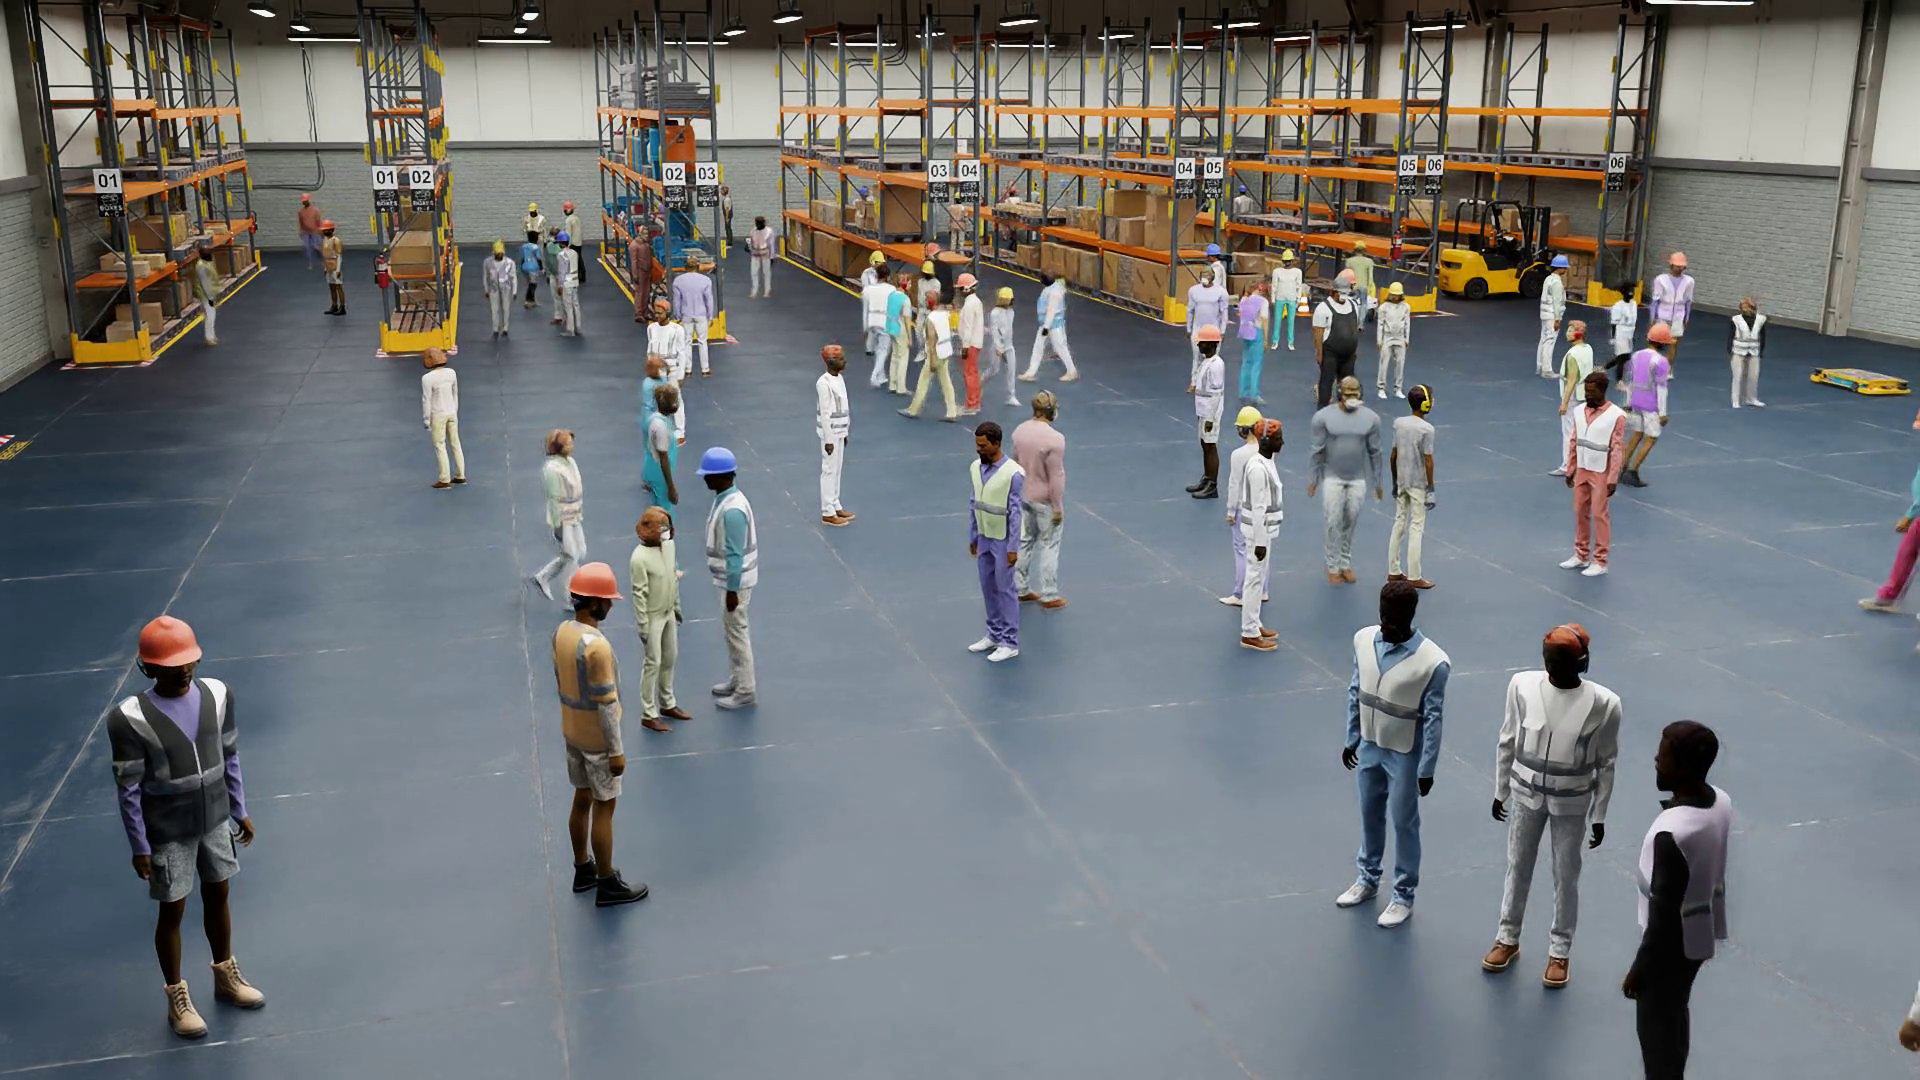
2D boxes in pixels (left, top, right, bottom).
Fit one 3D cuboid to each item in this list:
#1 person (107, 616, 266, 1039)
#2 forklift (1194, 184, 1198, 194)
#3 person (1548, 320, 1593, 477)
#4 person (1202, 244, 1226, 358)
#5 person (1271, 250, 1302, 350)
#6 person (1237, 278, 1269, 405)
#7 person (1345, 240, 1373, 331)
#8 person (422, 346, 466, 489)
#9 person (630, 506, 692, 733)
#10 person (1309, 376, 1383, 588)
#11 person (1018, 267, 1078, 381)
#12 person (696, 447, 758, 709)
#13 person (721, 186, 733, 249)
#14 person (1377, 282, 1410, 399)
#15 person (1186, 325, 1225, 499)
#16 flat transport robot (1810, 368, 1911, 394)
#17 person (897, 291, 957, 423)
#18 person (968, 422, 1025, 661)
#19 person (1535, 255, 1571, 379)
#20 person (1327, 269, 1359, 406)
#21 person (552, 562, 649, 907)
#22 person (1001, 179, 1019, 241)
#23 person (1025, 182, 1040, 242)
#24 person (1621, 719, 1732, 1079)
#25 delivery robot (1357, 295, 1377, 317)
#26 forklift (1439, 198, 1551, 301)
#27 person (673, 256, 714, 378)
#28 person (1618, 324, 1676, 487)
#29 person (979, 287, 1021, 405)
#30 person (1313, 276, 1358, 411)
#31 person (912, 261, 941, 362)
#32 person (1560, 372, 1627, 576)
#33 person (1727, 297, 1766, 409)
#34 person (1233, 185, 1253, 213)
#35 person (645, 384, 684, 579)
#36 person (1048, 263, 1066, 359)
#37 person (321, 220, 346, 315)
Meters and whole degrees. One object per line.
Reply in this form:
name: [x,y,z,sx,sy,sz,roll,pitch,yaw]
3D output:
person: [-3.651,1.338,7.897,0.378,2.044,0.607,10,18,32]
forklift: [7.392,-11.333,53.972,1.873,2.768,1.129,-4,15,-15]
person: [7.217,-1.657,19.542,0.376,1.844,0.572,11,19,36]
person: [4.357,-4.092,28.532,0.414,1.941,0.605,4,15,14]
person: [5.773,-4.245,29.437,0.535,1.767,0.315,2,15,8]
person: [4.301,-2.891,24.282,0.398,1.806,0.724,-9,18,-31]
person: [7.586,-4.828,31.681,0.536,1.741,0.676,4,15,15]
person: [-5.925,-1.400,19.012,0.295,1.628,0.500,8,17,28]
person: [-2.122,0.546,11.684,0.283,1.624,0.509,6,16,20]
person: [3.525,-0.537,15.177,0.664,1.935,0.432,0,15,-1]
person: [1.436,-3.376,26.124,0.946,1.805,0.632,-4,15,-14]
person: [-1.681,0.271,12.122,0.422,1.934,0.621,-4,15,-14]
person: [-6.903,-9.559,49.303,0.350,1.838,0.504,-1,15,-5]
person: [6.421,-2.953,24.648,0.490,1.730,0.324,-2,15,-6]
person: [2.745,-1.427,18.503,0.354,1.939,0.544,-1,15,-3]
flat transport robot: [13.828,-2.450,25.548,0.652,0.197,1.431,-2,15,-9]
person: [-0.422,-2.522,22.877,0.944,1.795,0.581,7,16,25]
person: [0.282,-0.006,13.228,0.414,1.907,0.596,-11,19,-37]
person: [9.448,-3.555,26.491,0.405,1.945,0.615,1,15,3]
person: [5.372,-2.770,23.357,0.375,2.044,0.604,-9,17,-31]
person: [-1.994,1.064,9.151,0.371,1.928,0.543,-12,19,-38]
person: [1.591,-10.333,52.076,0.643,1.910,0.400,-7,17,-26]
person: [2.247,-10.168,51.564,0.525,1.856,0.350,5,16,20]
person: [2.959,1.665,6.937,0.415,1.930,0.591,11,19,36]
delivery robot: [8.130,-4.730,33.405,0.477,0.478,0.707,8,17,27]
forklift: [11.913,-6.508,37.130,2.313,2.155,1.214,-4,15,-15]
person: [-4.228,-3.552,26.497,0.635,1.939,0.366,0,15,2]
person: [7.823,-1.533,19.009,0.377,1.895,0.678,-4,15,-15]
person: [0.568,-2.842,24.242,0.481,1.719,0.739,-13,20,-40]
person: [5.191,-2.625,22.815,0.684,2.000,0.536,-7,16,-23]
person: [-0.558,-3.836,27.992,0.496,1.716,0.595,9,17,29]
person: [5.949,-0.633,15.580,0.387,1.906,0.603,-7,16,-24]
person: [11.249,-2.674,23.813,0.571,1.608,0.406,1,15,5]
person: [8.082,-9.169,47.630,0.610,1.945,0.404,-4,15,-16]
person: [-2.755,-0.544,15.426,0.408,1.821,0.563,-3,15,-10]
person: [1.662,-3.907,28.419,0.279,1.632,0.502,6,16,22]
person: [-12.898,-5.589,34.165,0.544,1.939,0.355,11,18,36]
